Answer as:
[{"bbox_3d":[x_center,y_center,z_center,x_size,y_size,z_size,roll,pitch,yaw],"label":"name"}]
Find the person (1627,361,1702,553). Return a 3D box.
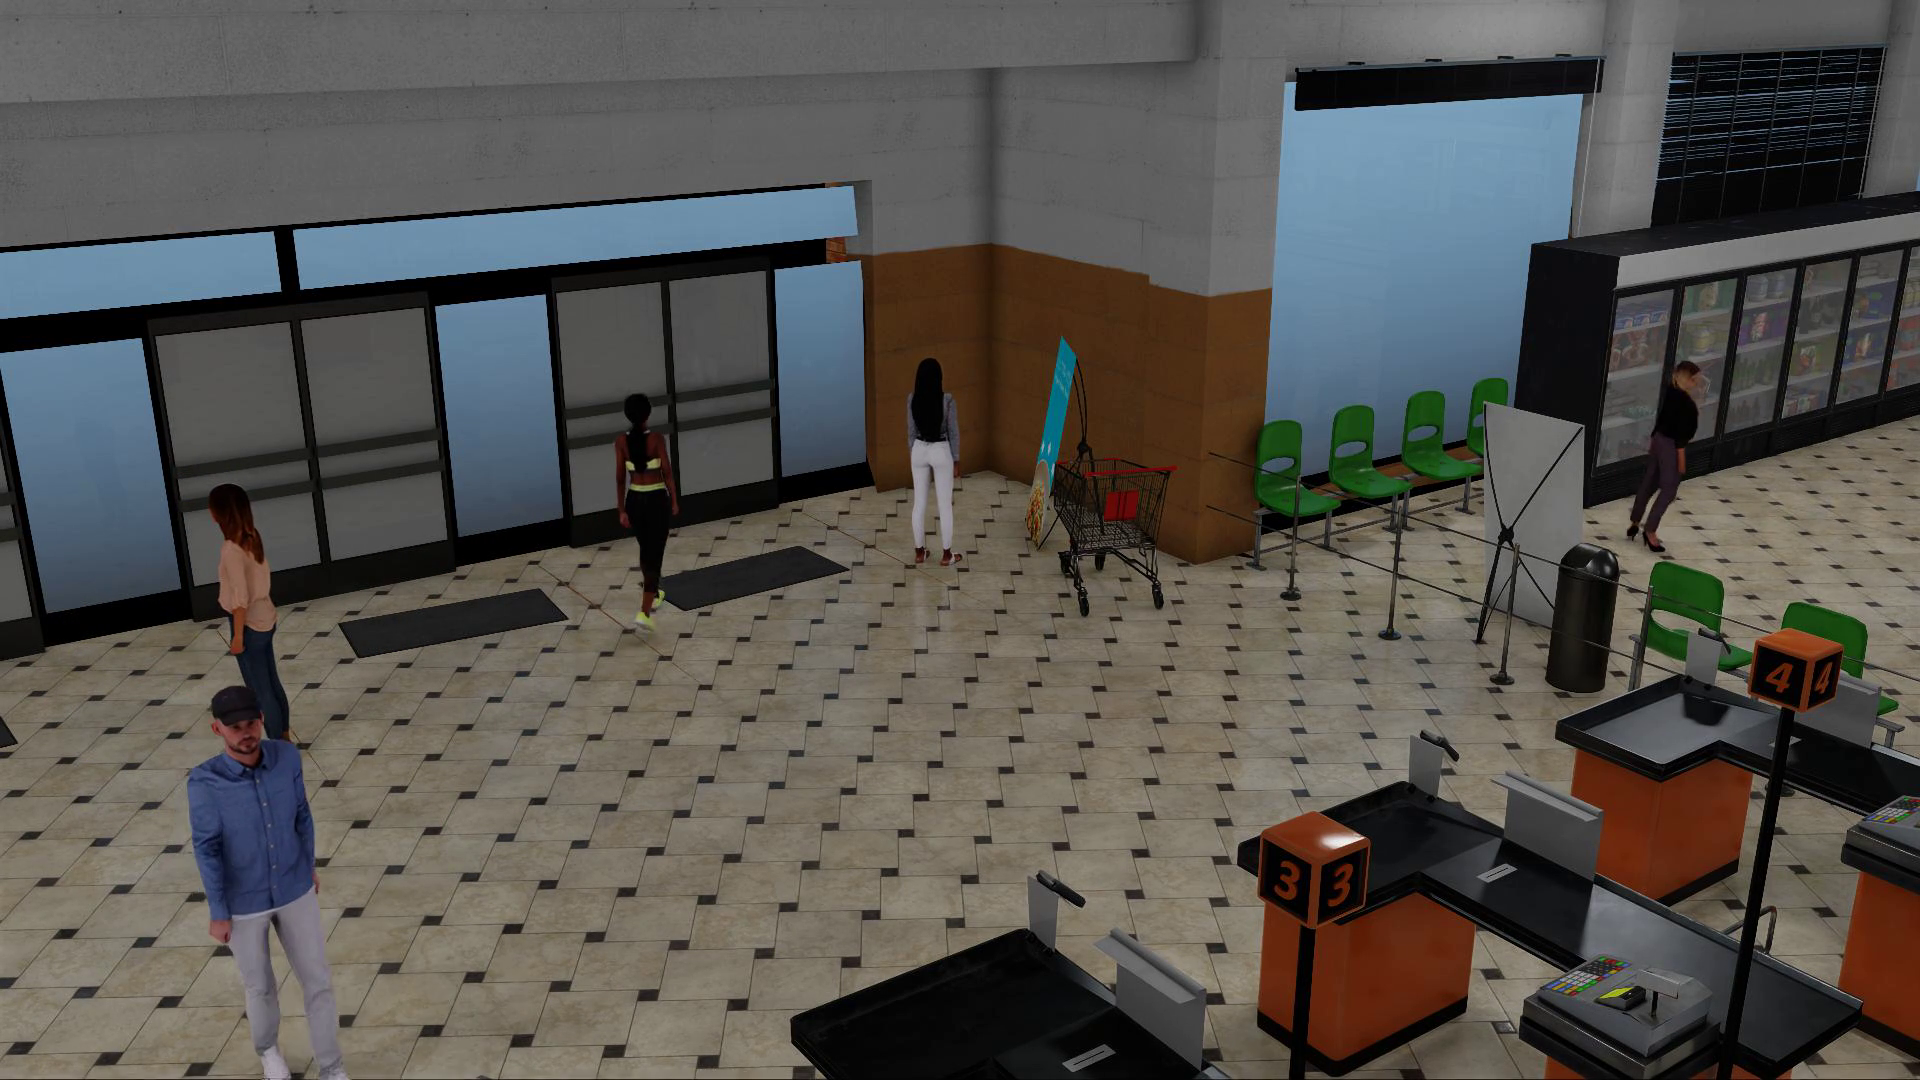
[{"bbox_3d":[5.850,-0.718,13.903,0.891,1.641,0.784,-3,19,-8],"label":"person"}]

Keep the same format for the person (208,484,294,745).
[{"bbox_3d":[-4.250,0.519,9.998,0.728,1.792,0.619,-2,19,-5],"label":"person"}]

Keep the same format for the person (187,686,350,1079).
[{"bbox_3d":[-2.983,1.467,7.068,0.705,1.868,0.930,-15,24,-38],"label":"person"}]

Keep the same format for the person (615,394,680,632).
[{"bbox_3d":[-2.297,-0.173,12.169,1.059,1.716,1.152,3,19,7],"label":"person"}]

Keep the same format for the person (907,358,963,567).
[{"bbox_3d":[-0.224,-0.643,13.552,0.636,1.724,0.734,7,20,20],"label":"person"}]
